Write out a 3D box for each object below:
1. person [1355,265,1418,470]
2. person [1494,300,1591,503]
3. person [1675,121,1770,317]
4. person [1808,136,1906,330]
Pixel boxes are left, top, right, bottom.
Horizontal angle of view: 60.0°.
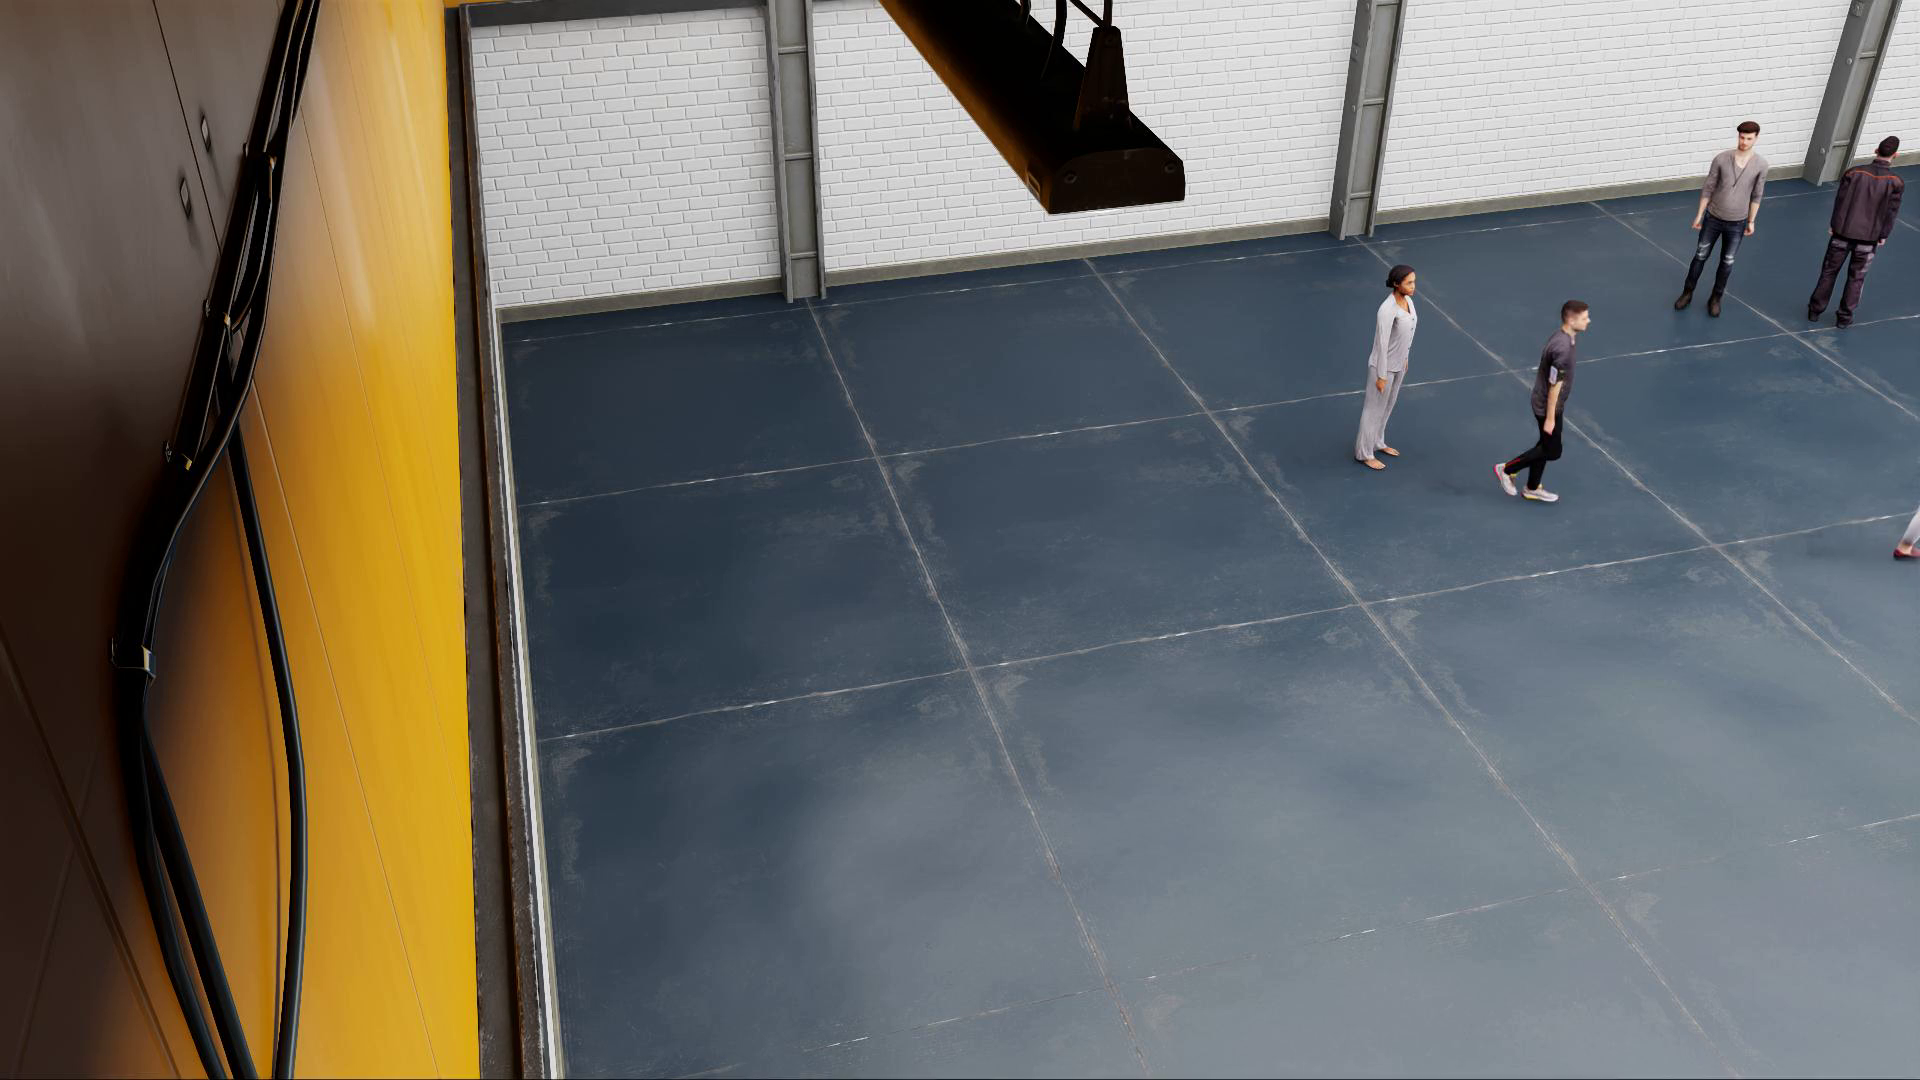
[{"bbox_3d":[3.500,-1.446,13.605,0.775,1.737,0.687,23,40,30],"label":"person"},{"bbox_3d":[4.540,-1.070,13.028,0.925,1.749,0.864,17,37,24],"label":"person"},{"bbox_3d":[7.341,-3.094,15.934,0.734,1.903,0.829,13,36,19],"label":"person"},{"bbox_3d":[8.498,-2.930,15.737,0.794,1.847,0.838,20,39,27],"label":"person"}]
